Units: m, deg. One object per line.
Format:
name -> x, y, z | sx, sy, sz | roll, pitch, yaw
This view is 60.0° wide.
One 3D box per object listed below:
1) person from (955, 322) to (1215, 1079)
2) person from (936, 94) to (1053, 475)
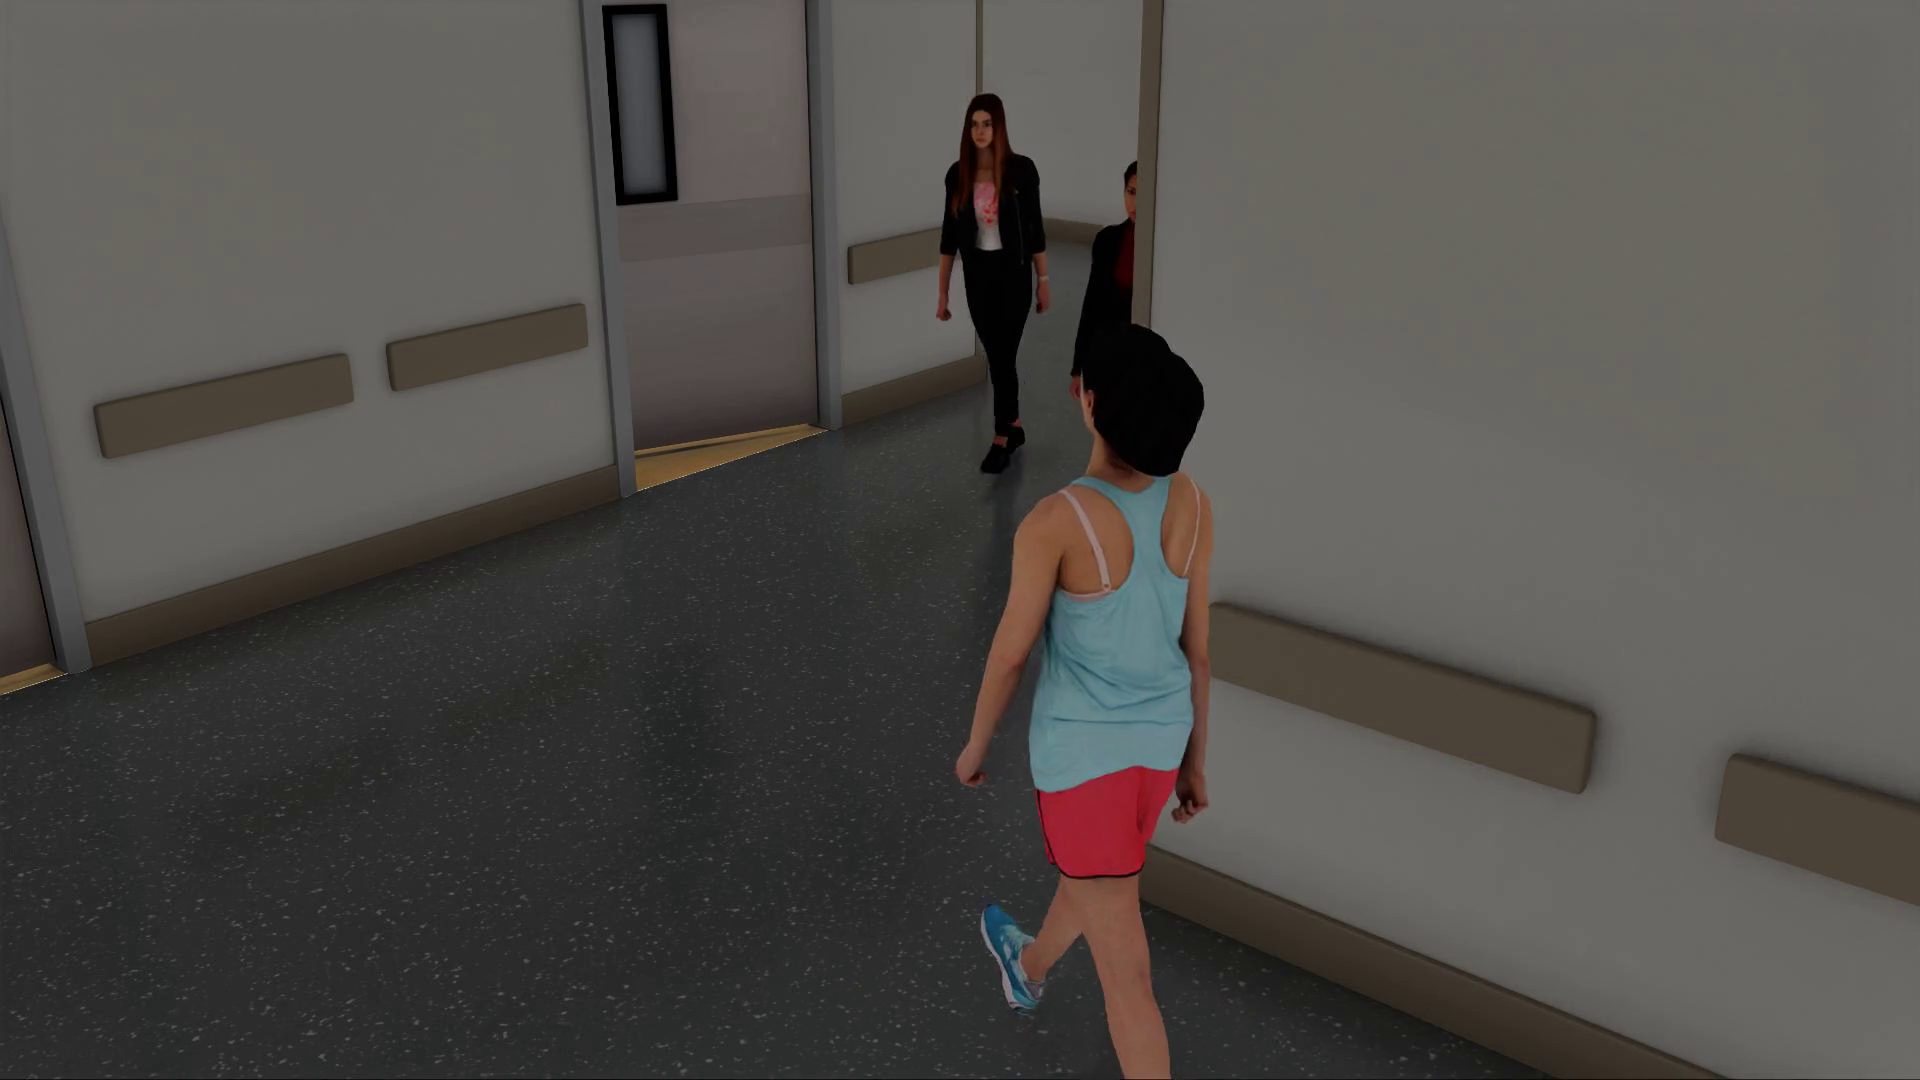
person -> 0.325, 0.496, 3.170 | 1.164, 1.719, 0.911 | -12, 24, -29
person -> 0.211, -1.197, 7.694 | 0.781, 1.682, 0.946 | 9, 22, 22
